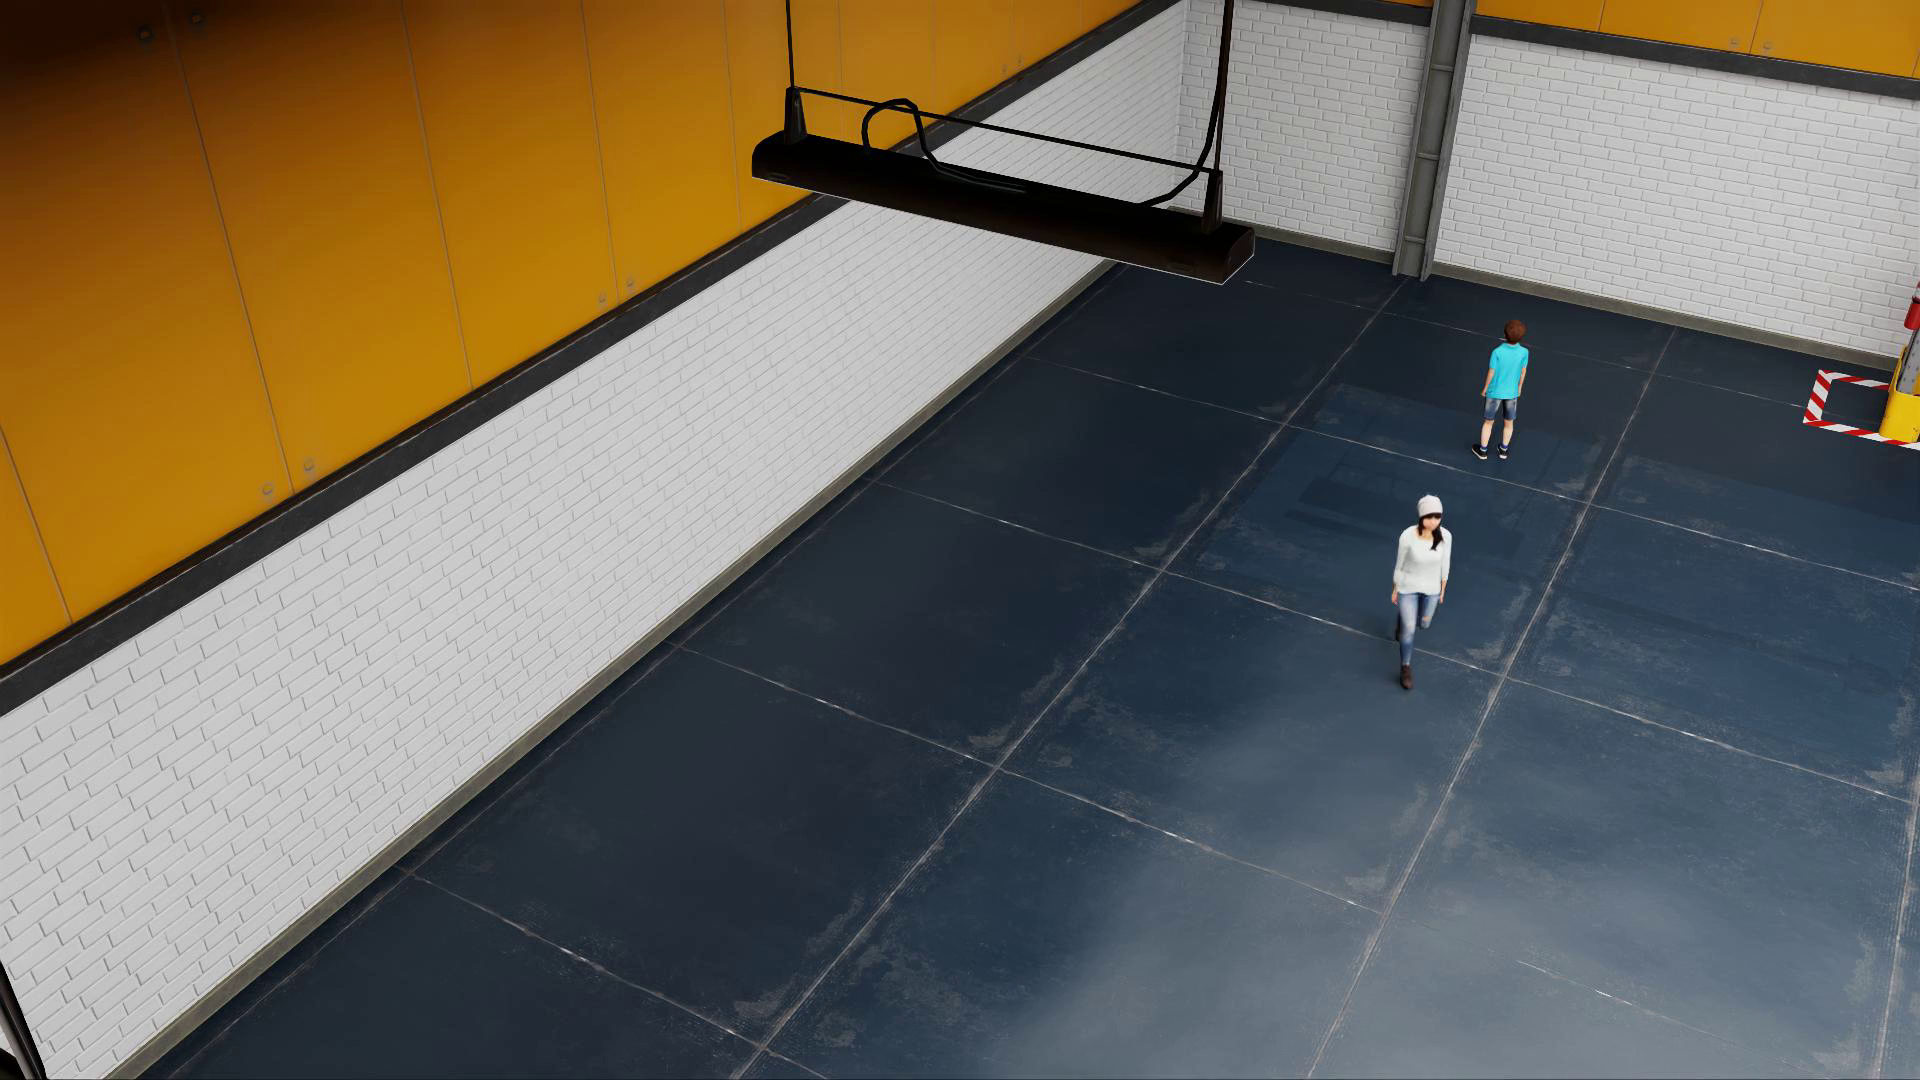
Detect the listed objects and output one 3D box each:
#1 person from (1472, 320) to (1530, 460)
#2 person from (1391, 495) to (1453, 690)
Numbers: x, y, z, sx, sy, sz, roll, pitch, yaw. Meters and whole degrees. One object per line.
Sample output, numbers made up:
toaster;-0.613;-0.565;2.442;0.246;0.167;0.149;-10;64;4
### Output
person;5.191;-1.442;15.879;0.563;1.449;0.657;-1;34;-1
person;3.576;0.339;13.039;0.971;1.626;0.923;0;34;0
